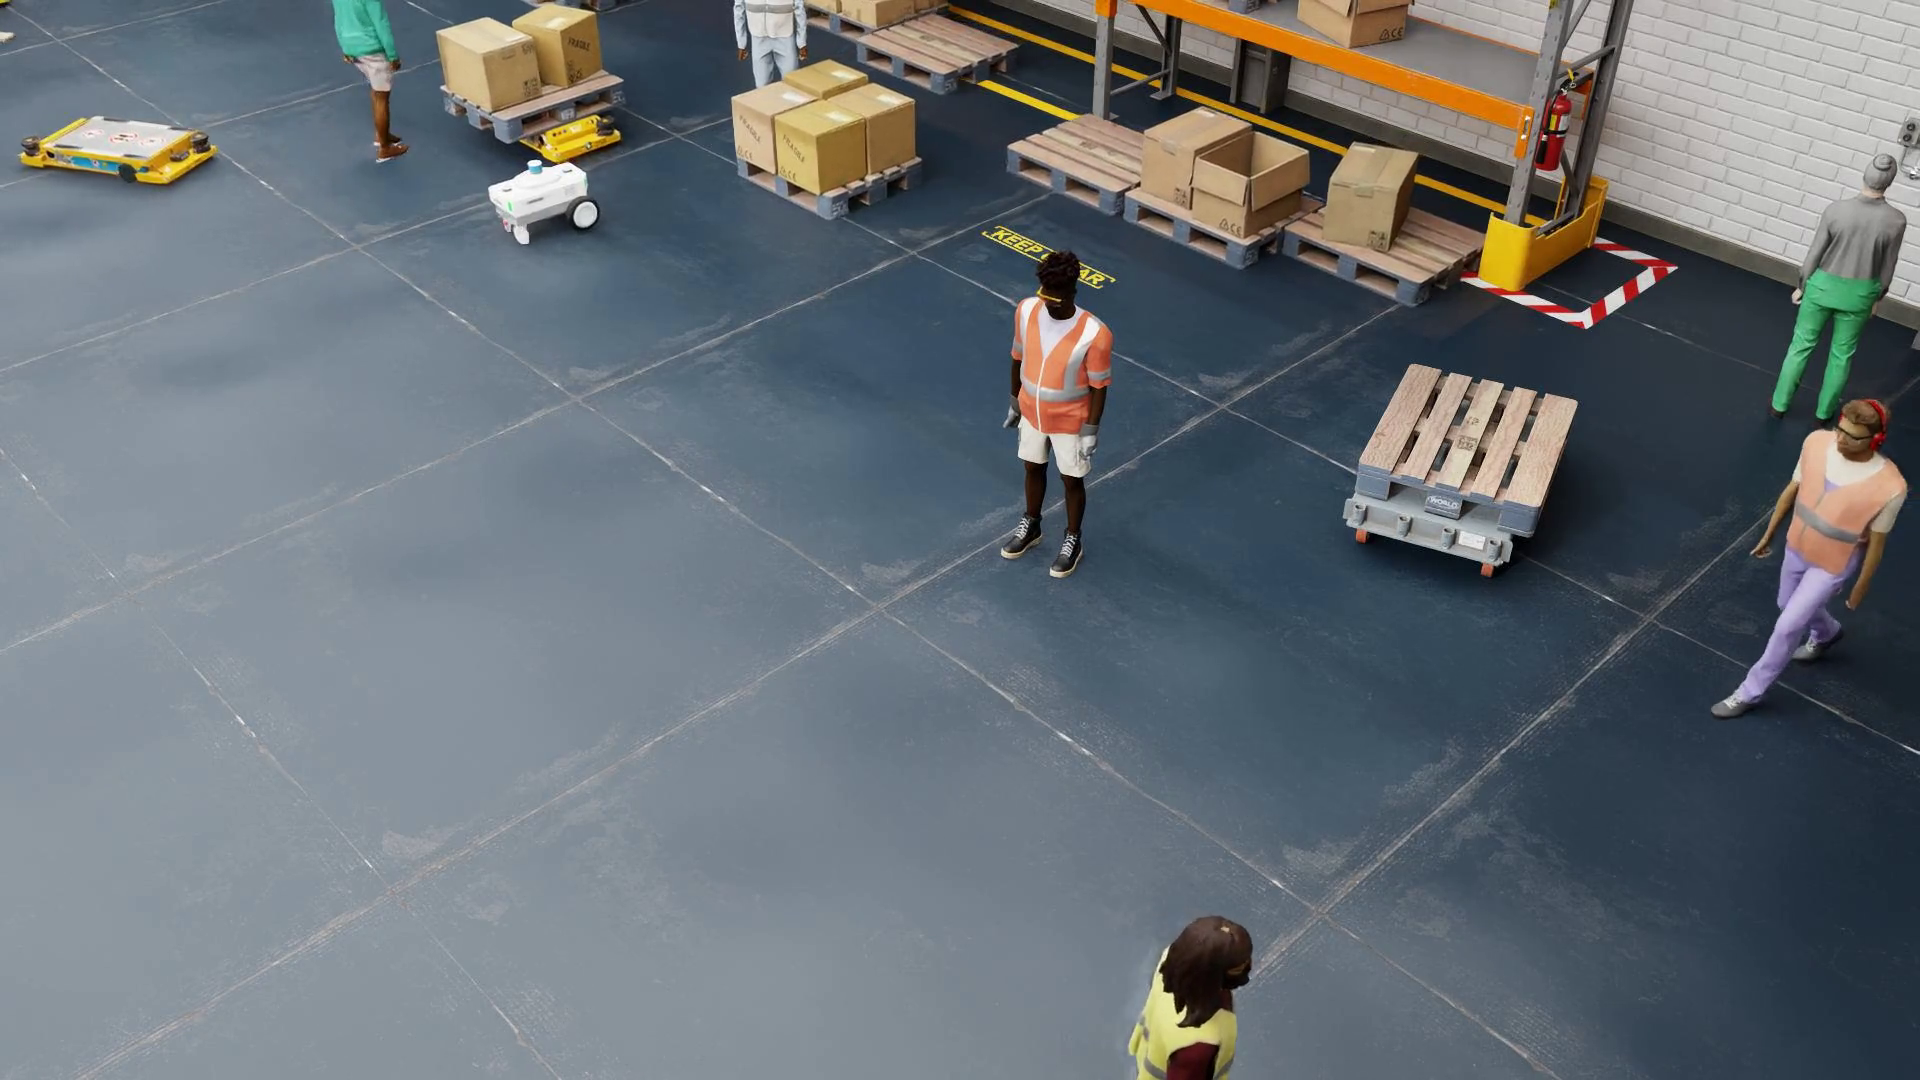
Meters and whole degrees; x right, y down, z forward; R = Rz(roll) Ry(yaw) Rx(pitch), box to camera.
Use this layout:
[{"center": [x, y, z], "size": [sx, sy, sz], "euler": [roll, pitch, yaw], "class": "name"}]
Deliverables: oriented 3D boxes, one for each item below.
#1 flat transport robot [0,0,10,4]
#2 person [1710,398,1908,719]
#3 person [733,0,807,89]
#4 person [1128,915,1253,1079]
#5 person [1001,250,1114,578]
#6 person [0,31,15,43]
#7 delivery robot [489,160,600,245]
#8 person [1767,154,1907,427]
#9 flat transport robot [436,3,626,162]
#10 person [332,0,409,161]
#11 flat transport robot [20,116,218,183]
[{"center": [-10.434, -5.472, 16.777], "size": [1.431, 0.231, 0.659], "euler": [-20, 42, -25], "class": "flat transport robot"}, {"center": [4.272, 0.052, 8.191], "size": [0.882, 1.807, 0.564], "euler": [-14, 39, -18], "class": "person"}, {"center": [-1.542, -4.120, 13.633], "size": [0.596, 1.908, 0.401], "euler": [2, 37, 3], "class": "person"}, {"center": [0.782, 1.893, 5.821], "size": [0.922, 1.729, 0.479], "euler": [-1, 37, -1], "class": "person"}, {"center": [0.511, -0.685, 9.037], "size": [0.602, 1.962, 0.368], "euler": [23, 43, 27], "class": "person"}, {"center": [-9.703, -5.618, 15.570], "size": [0.971, 1.978, 0.631], "euler": [-8, 38, -10], "class": "person"}, {"center": [-3.190, -2.622, 12.783], "size": [0.786, 0.614, 0.499], "euler": [-28, 45, -32], "class": "delivery robot"}, {"center": [5.442, -1.544, 10.279], "size": [0.511, 1.836, 0.342], "euler": [16, 40, 20], "class": "person"}, {"center": [-3.626, -3.631, 14.341], "size": [1.431, 0.231, 0.659], "euler": [31, 47, 34], "class": "flat transport robot"}, {"center": [-4.785, -4.016, 13.555], "size": [0.528, 1.830, 0.546], "euler": [20, 41, 24], "class": "person"}, {"center": [-7.004, -3.251, 13.837], "size": [1.431, 0.231, 0.659], "euler": [10, 38, 13], "class": "flat transport robot"}]
